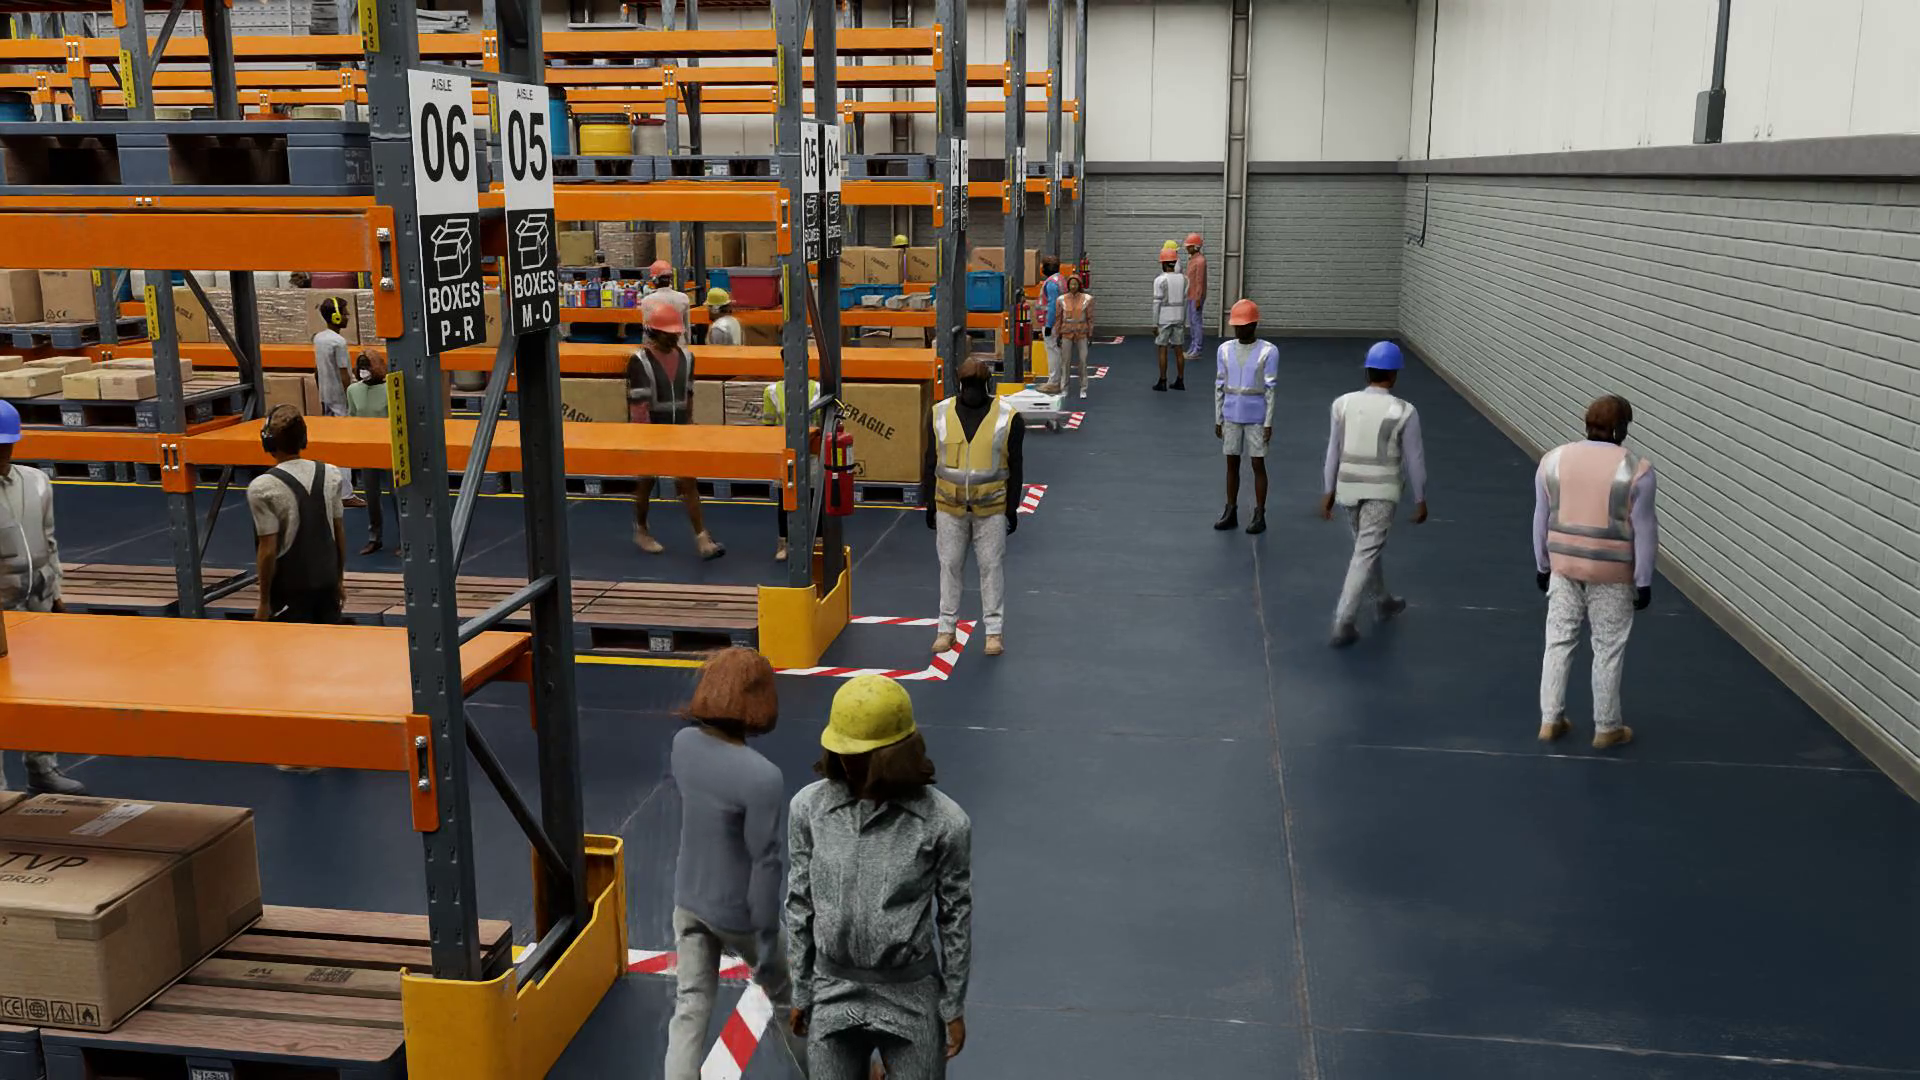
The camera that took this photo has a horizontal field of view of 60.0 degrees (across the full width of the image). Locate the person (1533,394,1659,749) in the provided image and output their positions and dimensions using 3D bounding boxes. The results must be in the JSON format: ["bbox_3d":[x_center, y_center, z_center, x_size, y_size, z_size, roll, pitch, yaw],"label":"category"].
[{"bbox_3d":[3.285,0.159,8.612,0.633,1.841,0.429,12,17,42],"label":"person"}]

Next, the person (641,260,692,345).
[{"bbox_3d":[-3.251,-2.090,18.412,0.608,1.996,0.376,-11,16,-40],"label":"person"}]

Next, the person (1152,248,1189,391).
[{"bbox_3d":[2.836,-2.988,22.623,0.547,1.929,0.387,-6,14,-24],"label":"person"}]

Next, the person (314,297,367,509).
[{"bbox_3d":[-5.499,-1.210,14.727,0.535,1.868,0.309,11,17,41],"label":"person"}]

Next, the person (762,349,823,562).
[{"bbox_3d":[-1.236,-0.659,12.650,0.530,1.689,0.321,0,12,1],"label":"person"}]

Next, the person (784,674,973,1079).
[{"bbox_3d":[-0.216,1.173,4.264,0.485,1.739,0.314,3,13,12],"label":"person"}]

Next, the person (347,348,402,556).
[{"bbox_3d":[-4.500,-0.677,12.881,0.497,1.627,0.287,3,13,13],"label":"person"}]

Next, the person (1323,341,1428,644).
[{"bbox_3d":[2.662,-0.314,10.618,1.000,1.892,0.636,-12,17,-43],"label":"person"}]

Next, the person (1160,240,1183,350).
[{"bbox_3d":[3.537,-4.111,27.944,0.403,1.820,0.594,-1,13,-3],"label":"person"}]

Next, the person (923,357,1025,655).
[{"bbox_3d":[0.075,-0.206,10.256,0.627,1.844,0.429,2,13,8],"label":"person"}]

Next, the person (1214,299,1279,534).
[{"bbox_3d":[2.335,-1.013,13.703,0.539,1.929,0.381,7,14,30],"label":"person"}]

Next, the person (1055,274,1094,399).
[{"bbox_3d":[1.503,-2.668,21.856,0.508,1.629,0.317,2,13,7],"label":"person"}]

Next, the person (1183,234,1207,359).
[{"bbox_3d":[3.731,-3.880,26.519,0.406,1.986,0.613,-1,13,-5],"label":"person"}]

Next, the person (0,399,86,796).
[{"bbox_3d":[-4.398,0.308,7.699,0.402,1.944,0.605,5,13,20],"label":"person"}]

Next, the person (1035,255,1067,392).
[{"bbox_3d":[1.232,-2.939,22.598,0.429,1.840,0.636,3,13,11],"label":"person"}]

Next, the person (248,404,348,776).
[{"bbox_3d":[-3.244,0.248,8.198,0.345,1.847,0.506,8,15,32],"label":"person"}]

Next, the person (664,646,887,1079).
[{"bbox_3d":[-0.599,1.078,5.007,0.507,1.590,0.827,10,16,38],"label":"person"}]

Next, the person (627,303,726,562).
[{"bbox_3d":[-2.218,-0.805,12.642,0.625,1.976,1.103,-11,17,-41],"label":"person"}]

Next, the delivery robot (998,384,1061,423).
[{"bbox_3d":[0.792,-1.540,18.994,0.707,0.478,0.477,-1,13,-3],"label":"delivery robot"}]
